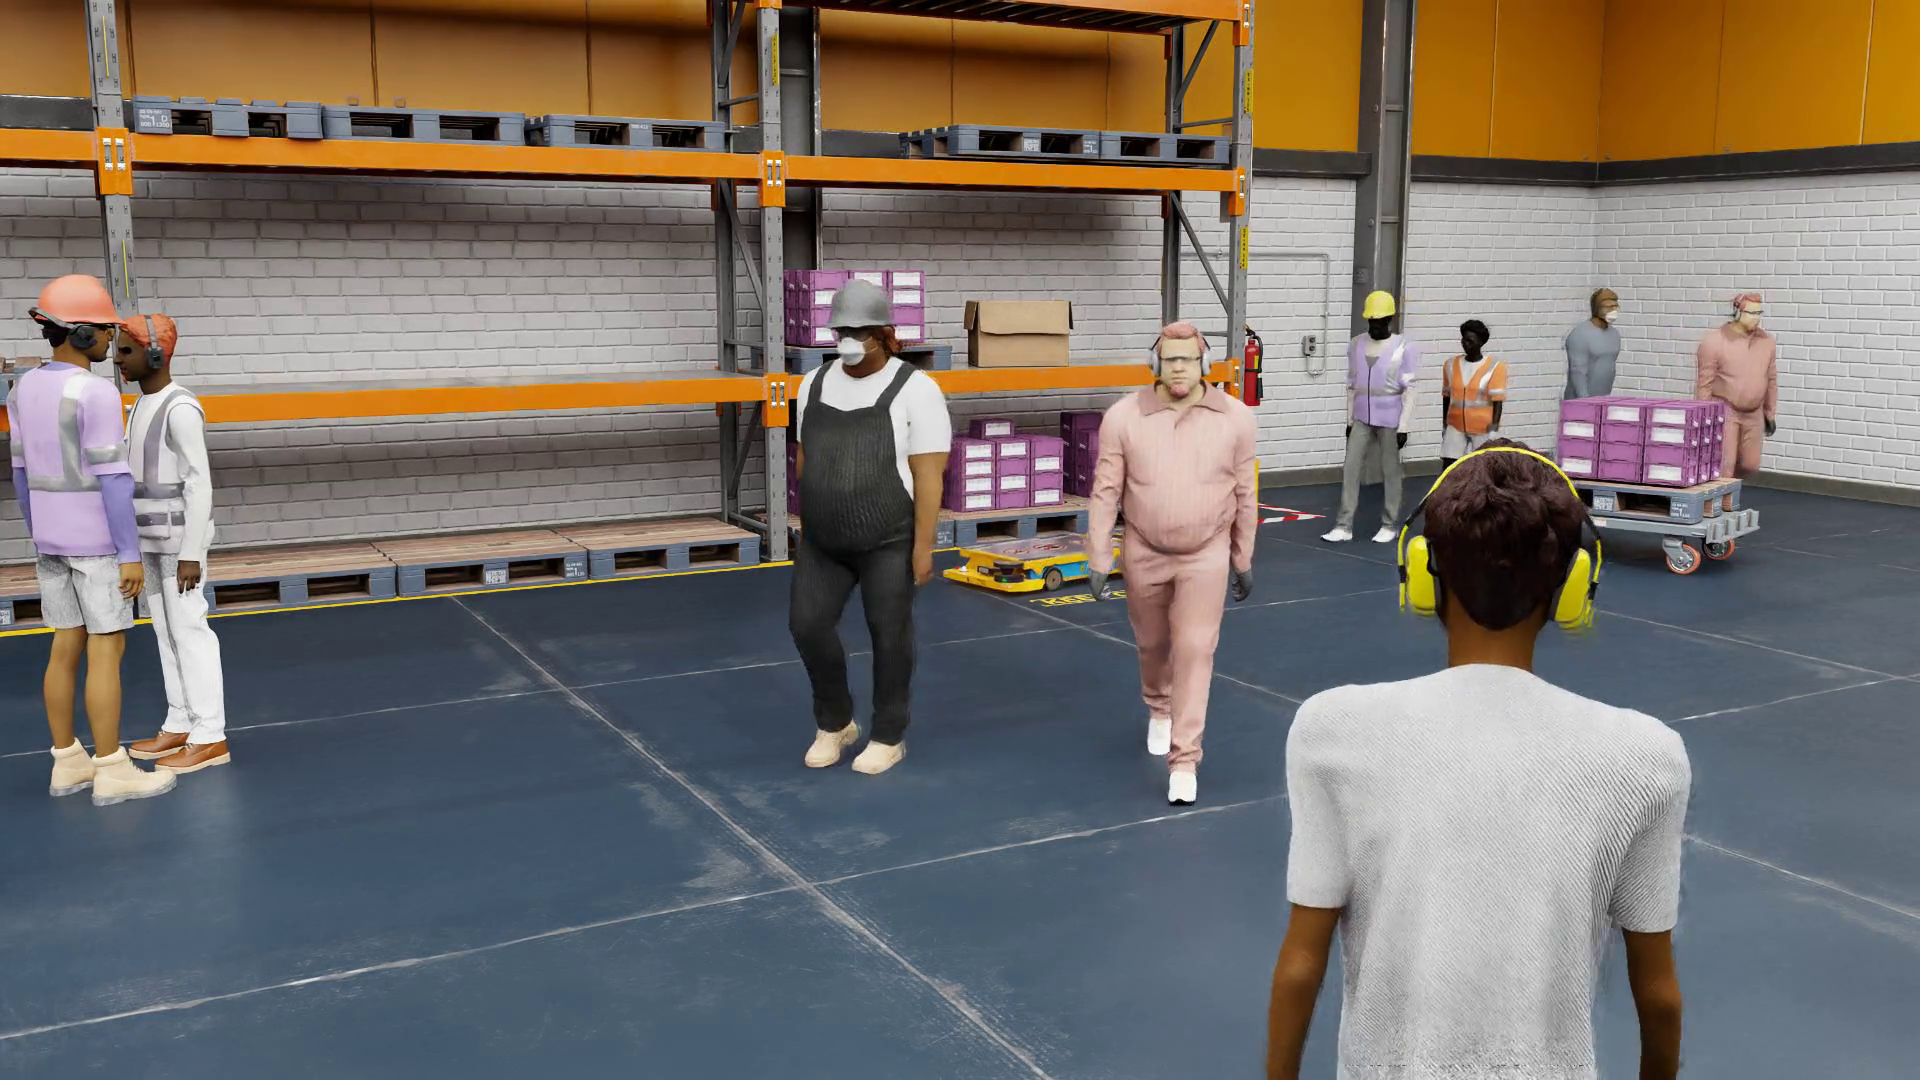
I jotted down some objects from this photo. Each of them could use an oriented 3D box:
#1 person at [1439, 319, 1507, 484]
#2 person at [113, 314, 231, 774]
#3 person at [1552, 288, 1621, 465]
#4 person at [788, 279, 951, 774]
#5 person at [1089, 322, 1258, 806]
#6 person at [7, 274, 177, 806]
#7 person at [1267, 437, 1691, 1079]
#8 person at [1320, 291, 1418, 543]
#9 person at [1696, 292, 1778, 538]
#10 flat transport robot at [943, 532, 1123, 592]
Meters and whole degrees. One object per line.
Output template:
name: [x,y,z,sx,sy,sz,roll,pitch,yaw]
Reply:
person: [3.874,-0.842,12.733,0.550,1.665,0.769,8,12,39]
person: [-3.263,0.016,6.856,0.341,1.882,0.586,-9,13,-42]
person: [5.159,-1.068,13.416,0.643,1.895,0.957,-5,11,-30]
person: [-0.404,-0.045,6.753,0.704,2.000,0.562,4,10,24]
person: [0.864,0.046,6.746,0.665,1.867,0.981,2,9,10]
person: [-3.380,-0.001,6.474,0.614,2.041,0.393,5,11,30]
person: [0.682,0.783,2.274,0.572,1.845,0.696,2,10,12]
person: [3.038,-0.886,12.331,0.615,1.887,0.846,9,13,44]
person: [6.003,-0.987,12.963,0.656,1.887,0.640,-2,9,-11]
flat transport robot: [0.645,0.131,11.061,1.431,0.197,0.652,-8,12,-39]
